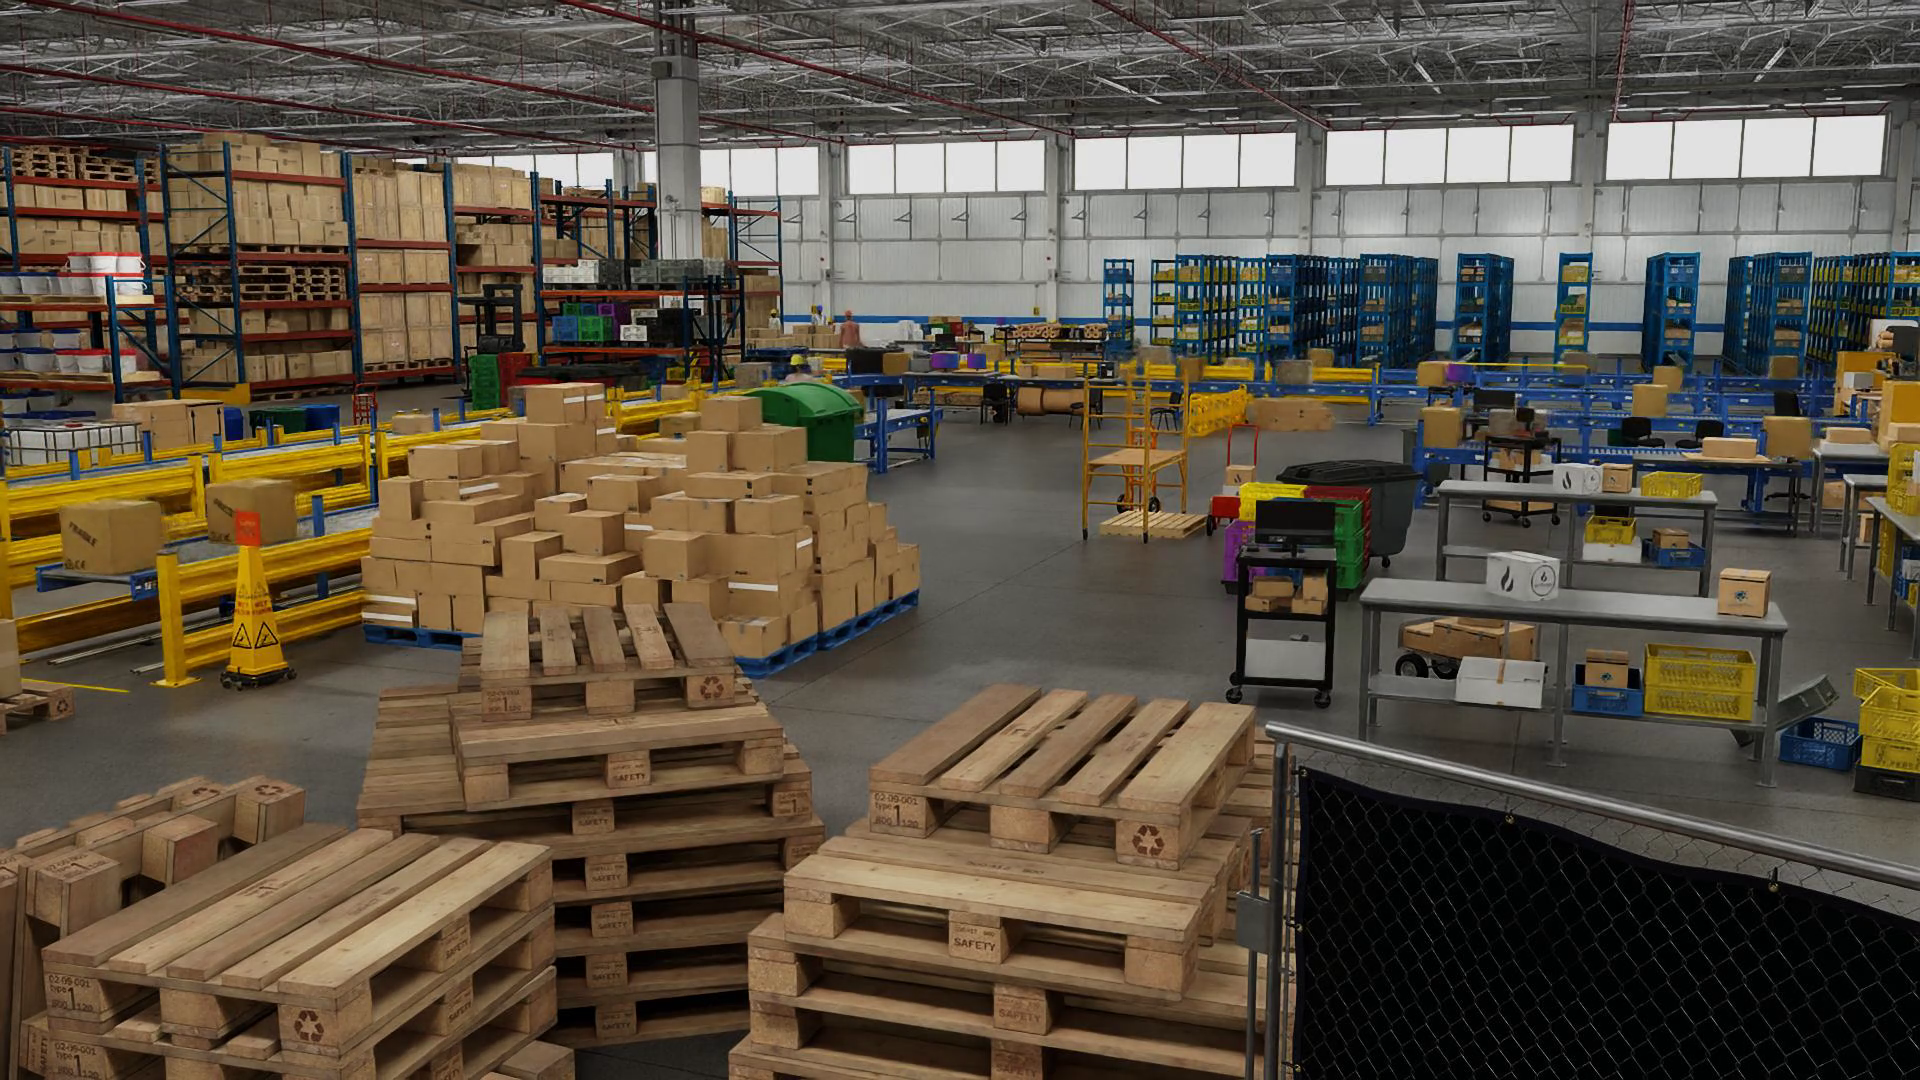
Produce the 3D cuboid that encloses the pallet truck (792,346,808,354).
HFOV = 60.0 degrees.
[{"bbox_3d":[-3.705,-4.298,42.022,0.653,1.274,1.630,3,10,20],"label":"pallet truck"}]

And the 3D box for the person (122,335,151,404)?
[{"bbox_3d":[-16.536,-3.177,33.254,1.005,1.854,0.650,5,10,28],"label":"person"}]

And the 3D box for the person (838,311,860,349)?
[{"bbox_3d":[-3.380,-5.905,50.026,0.647,1.960,0.904,-4,10,-22],"label":"person"}]

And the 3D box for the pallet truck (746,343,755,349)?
[{"bbox_3d":[-6.183,-4.618,44.264,1.601,1.201,0.680,-9,12,-43],"label":"pallet truck"}]

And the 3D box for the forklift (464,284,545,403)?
[{"bbox_3d":[-10.832,-4.702,39.610,1.129,2.768,1.873,3,10,20],"label":"forklift"}]

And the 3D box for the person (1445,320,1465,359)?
[{"bbox_3d":[18.005,-7.407,59.996,0.970,1.801,0.586,3,10,18],"label":"person"}]

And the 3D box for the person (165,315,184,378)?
[{"bbox_3d":[-23.153,-5.728,49.189,0.549,1.887,0.981,4,10,26],"label":"person"}]

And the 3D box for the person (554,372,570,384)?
[{"bbox_3d":[-5.567,-1.491,23.148,0.555,1.683,0.526,5,10,27],"label":"person"}]

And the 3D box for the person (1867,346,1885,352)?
[{"bbox_3d":[21.152,-4.037,38.471,0.407,1.914,0.639,4,10,26],"label":"person"}]

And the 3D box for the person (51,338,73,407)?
[{"bbox_3d":[-20.770,-3.872,38.344,0.519,1.617,0.345,4,10,24],"label":"person"}]

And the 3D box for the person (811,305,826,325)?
[{"bbox_3d":[-5.136,-7.589,60.676,0.603,1.943,0.398,-6,11,-32],"label":"person"}]

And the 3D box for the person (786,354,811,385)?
[{"bbox_3d":[-2.668,-2.139,27.064,0.564,1.745,0.617,5,11,31],"label":"person"}]

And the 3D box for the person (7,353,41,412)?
[{"bbox_3d":[-18.213,-2.929,32.290,0.566,1.654,0.847,-1,9,-6],"label":"person"}]

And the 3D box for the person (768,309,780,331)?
[{"bbox_3d":[-6.985,-7.777,62.411,0.524,1.769,0.308,6,11,32],"label":"person"}]
